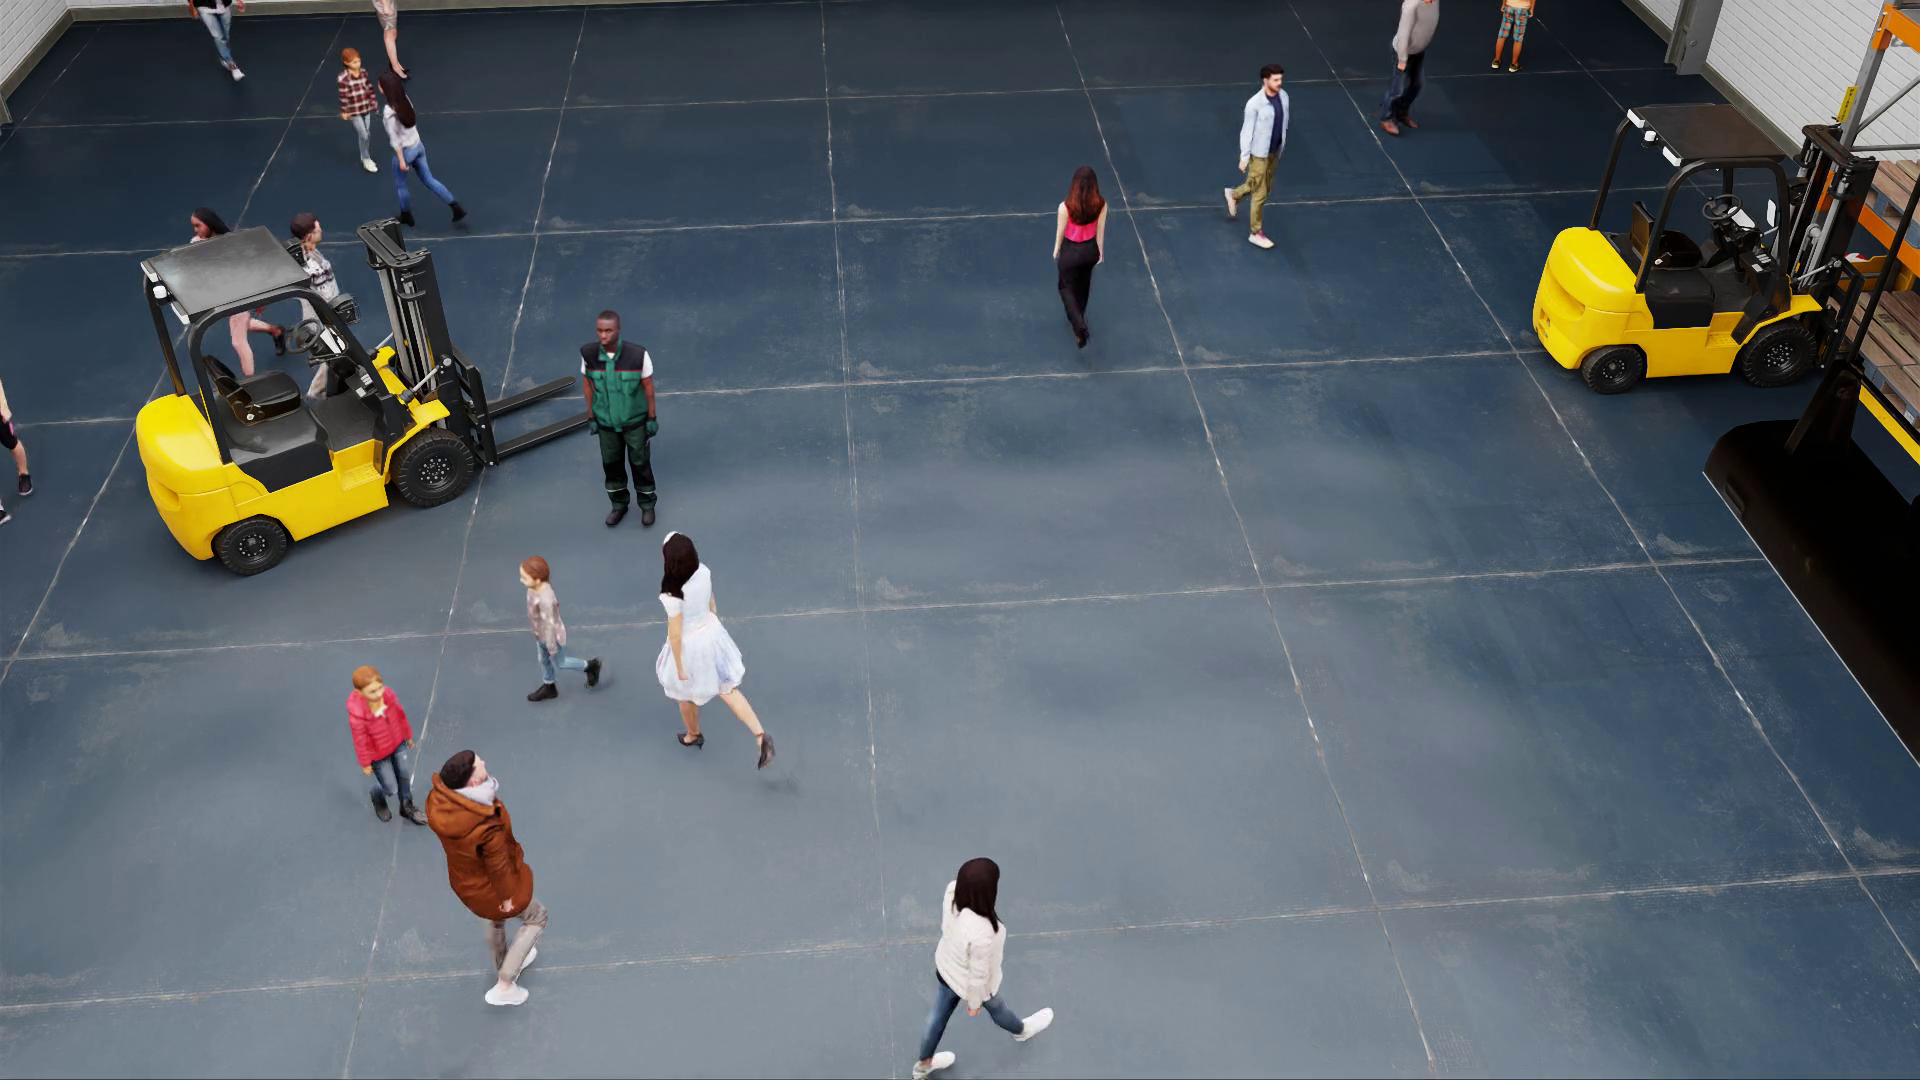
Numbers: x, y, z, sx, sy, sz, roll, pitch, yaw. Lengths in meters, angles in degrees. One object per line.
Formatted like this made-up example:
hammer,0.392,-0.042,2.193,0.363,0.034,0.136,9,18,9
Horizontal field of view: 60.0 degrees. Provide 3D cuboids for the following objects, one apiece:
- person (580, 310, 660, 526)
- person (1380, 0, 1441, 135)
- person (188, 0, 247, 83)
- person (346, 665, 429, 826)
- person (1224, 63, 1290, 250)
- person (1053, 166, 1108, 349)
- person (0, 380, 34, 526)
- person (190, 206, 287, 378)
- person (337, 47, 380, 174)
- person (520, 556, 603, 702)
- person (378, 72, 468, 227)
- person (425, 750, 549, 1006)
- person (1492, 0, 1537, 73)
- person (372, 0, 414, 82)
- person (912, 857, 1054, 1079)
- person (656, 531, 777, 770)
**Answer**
person,-2.530,-0.916,12.432,0.705,1.839,0.633,1,39,1
person,4.796,-5.256,17.853,0.923,1.855,0.902,29,47,31
person,-8.625,-6.213,19.118,1.122,1.772,1.234,-31,48,-33
person,-3.554,1.242,10.154,0.716,1.309,0.659,22,44,25
person,2.850,-3.746,16.011,1.020,1.794,1.162,-25,45,-28
person,1.061,-2.440,14.502,0.742,1.638,1.023,-12,40,-15
person,-7.418,-1.047,12.667,0.719,1.751,1.096,-9,39,-11
person,-6.067,-2.058,13.983,0.858,1.687,1.243,8,39,10
person,-6.334,-4.534,17.402,0.747,1.291,0.687,27,46,30
person,-2.692,0.593,11.068,0.723,1.183,0.766,-18,42,-21
person,-5.272,-3.756,16.180,0.888,1.600,1.049,9,40,11
person,-2.594,1.868,8.959,0.879,1.823,0.932,22,44,25
person,6.489,-6.197,19.347,0.606,1.461,0.642,21,43,24
person,-6.592,-6.153,19.067,0.687,1.743,0.517,-10,40,-13
person,-0.033,2.264,8.648,0.982,1.591,1.098,-20,43,-23
person,-1.558,0.752,10.385,1.118,1.787,1.100,23,44,26
